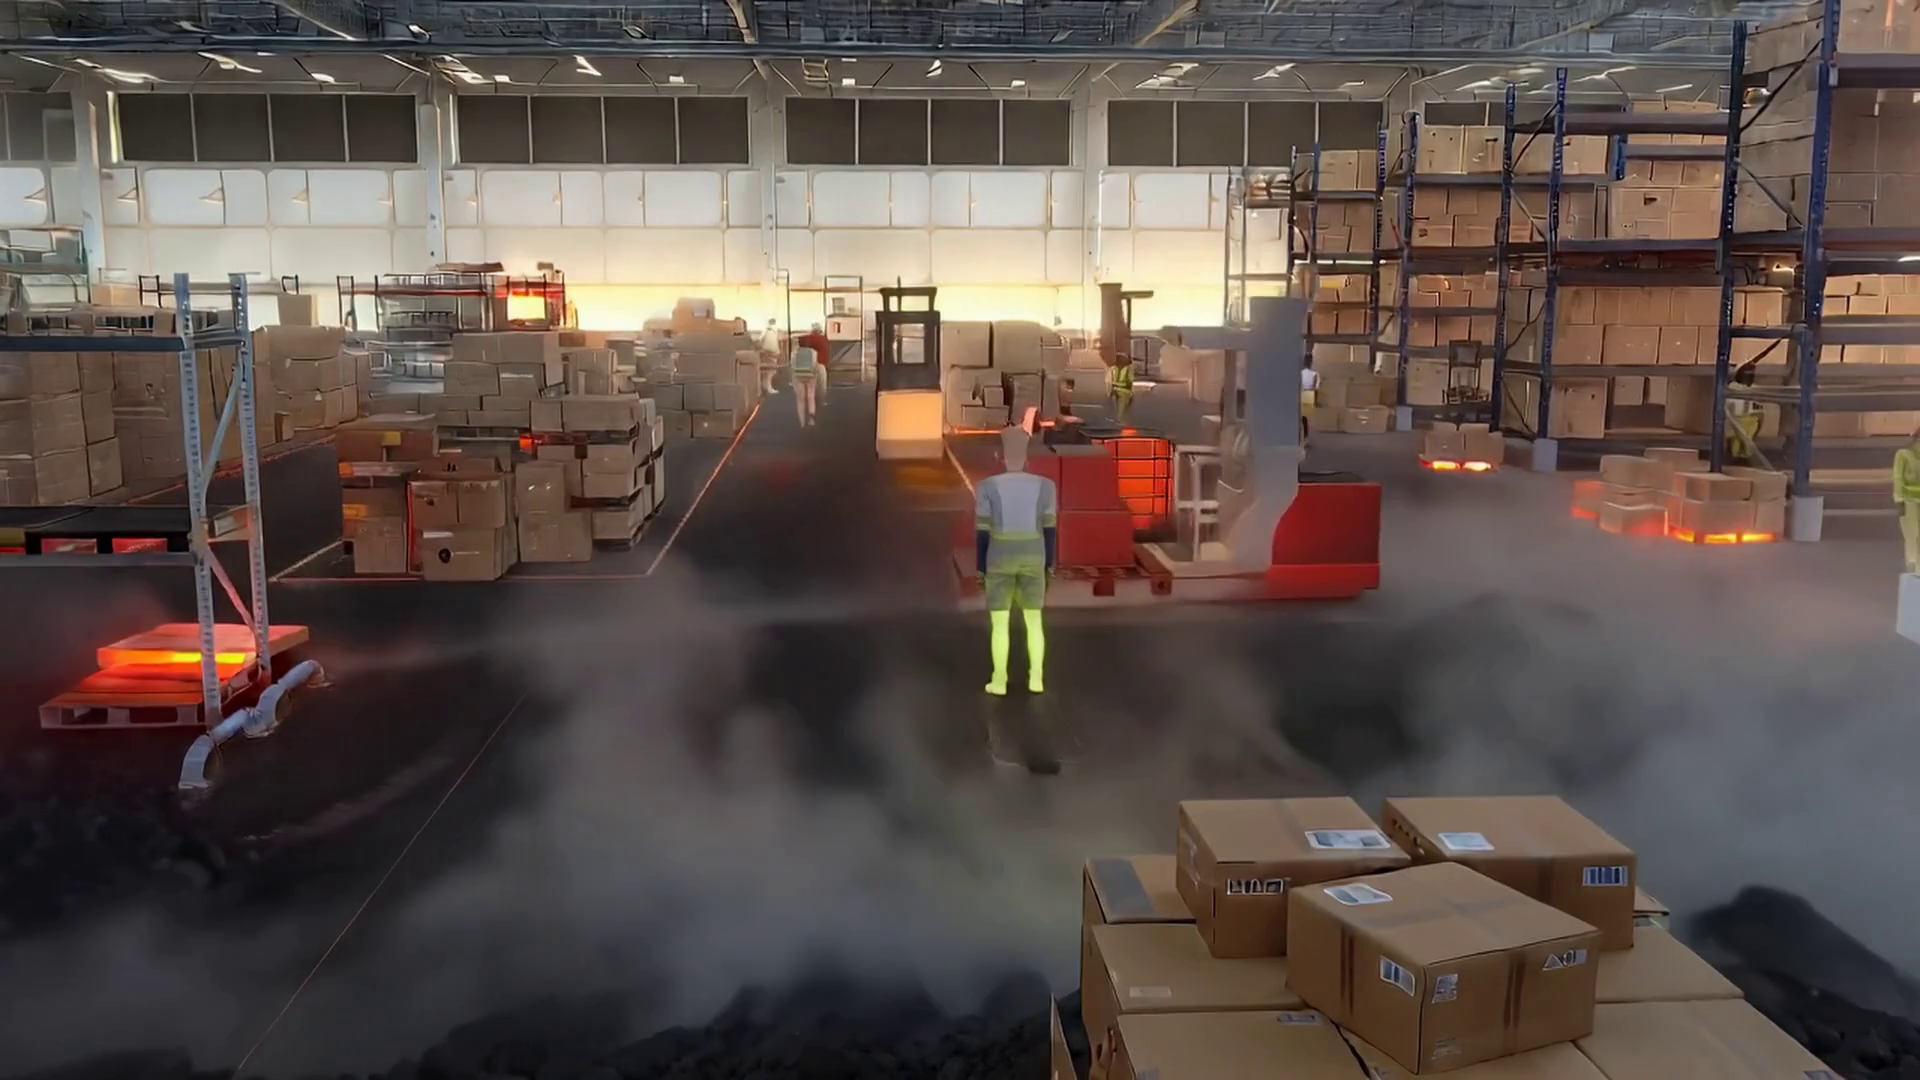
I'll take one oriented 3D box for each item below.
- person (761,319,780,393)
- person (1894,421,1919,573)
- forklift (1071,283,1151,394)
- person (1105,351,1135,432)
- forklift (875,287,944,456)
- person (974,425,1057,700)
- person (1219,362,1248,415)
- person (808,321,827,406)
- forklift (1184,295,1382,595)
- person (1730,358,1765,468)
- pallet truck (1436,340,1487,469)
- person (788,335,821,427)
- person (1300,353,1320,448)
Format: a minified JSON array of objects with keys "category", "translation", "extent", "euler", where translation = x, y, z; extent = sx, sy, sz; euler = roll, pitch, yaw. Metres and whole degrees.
[{"category":"person","translation":[-4.841,-4.689,42.478],"extent":[0.497,1.918,0.568],"euler":[-7,11,-36]},{"category":"person","translation":[9.381,-0.367,16.300],"extent":[0.526,1.624,0.424],"euler":[0,9,3]},{"category":"forklift","translation":[3.864,-5.194,42.641],"extent":[1.873,2.768,1.129],"euler":[4,10,22]},{"category":"person","translation":[2.942,-2.680,30.839],"extent":[0.528,1.614,0.680],"euler":[8,12,40]},{"category":"forklift","translation":[-0.865,-2.874,28.077],"extent":[1.129,2.768,1.873],"euler":[-1,9,-4]},{"category":"person","translation":[0.392,0.164,11.872],"extent":[0.606,1.962,0.367],"euler":[-2,9,-12]},{"category":"person","translation":[3.556,-1.321,21.312],"extent":[0.631,1.927,0.535],"euler":[-5,11,-31]},{"category":"person","translation":[-3.333,-4.070,38.432],"extent":[0.623,1.971,0.686],"euler":[-3,9,-17]},{"category":"forklift","translation":[3.012,-0.939,15.926],"extent":[1.873,2.768,1.129],"euler":[-1,9,-4]},{"category":"person","translation":[10.324,-1.420,21.894],"extent":[0.360,1.939,0.543],"euler":[-1,9,-7]},{"category":"pallet truck","translation":[8.004,-2.170,26.422],"extent":[0.823,1.965,1.885],"euler":[2,9,14]},{"category":"person","translation":[-3.115,-3.167,33.224],"extent":[0.638,1.822,0.483],"euler":[-2,9,-12]},{"category":"person","translation":[6.026,-2.420,29.004],"extent":[0.531,1.671,0.731],"euler":[-1,9,-8]}]
